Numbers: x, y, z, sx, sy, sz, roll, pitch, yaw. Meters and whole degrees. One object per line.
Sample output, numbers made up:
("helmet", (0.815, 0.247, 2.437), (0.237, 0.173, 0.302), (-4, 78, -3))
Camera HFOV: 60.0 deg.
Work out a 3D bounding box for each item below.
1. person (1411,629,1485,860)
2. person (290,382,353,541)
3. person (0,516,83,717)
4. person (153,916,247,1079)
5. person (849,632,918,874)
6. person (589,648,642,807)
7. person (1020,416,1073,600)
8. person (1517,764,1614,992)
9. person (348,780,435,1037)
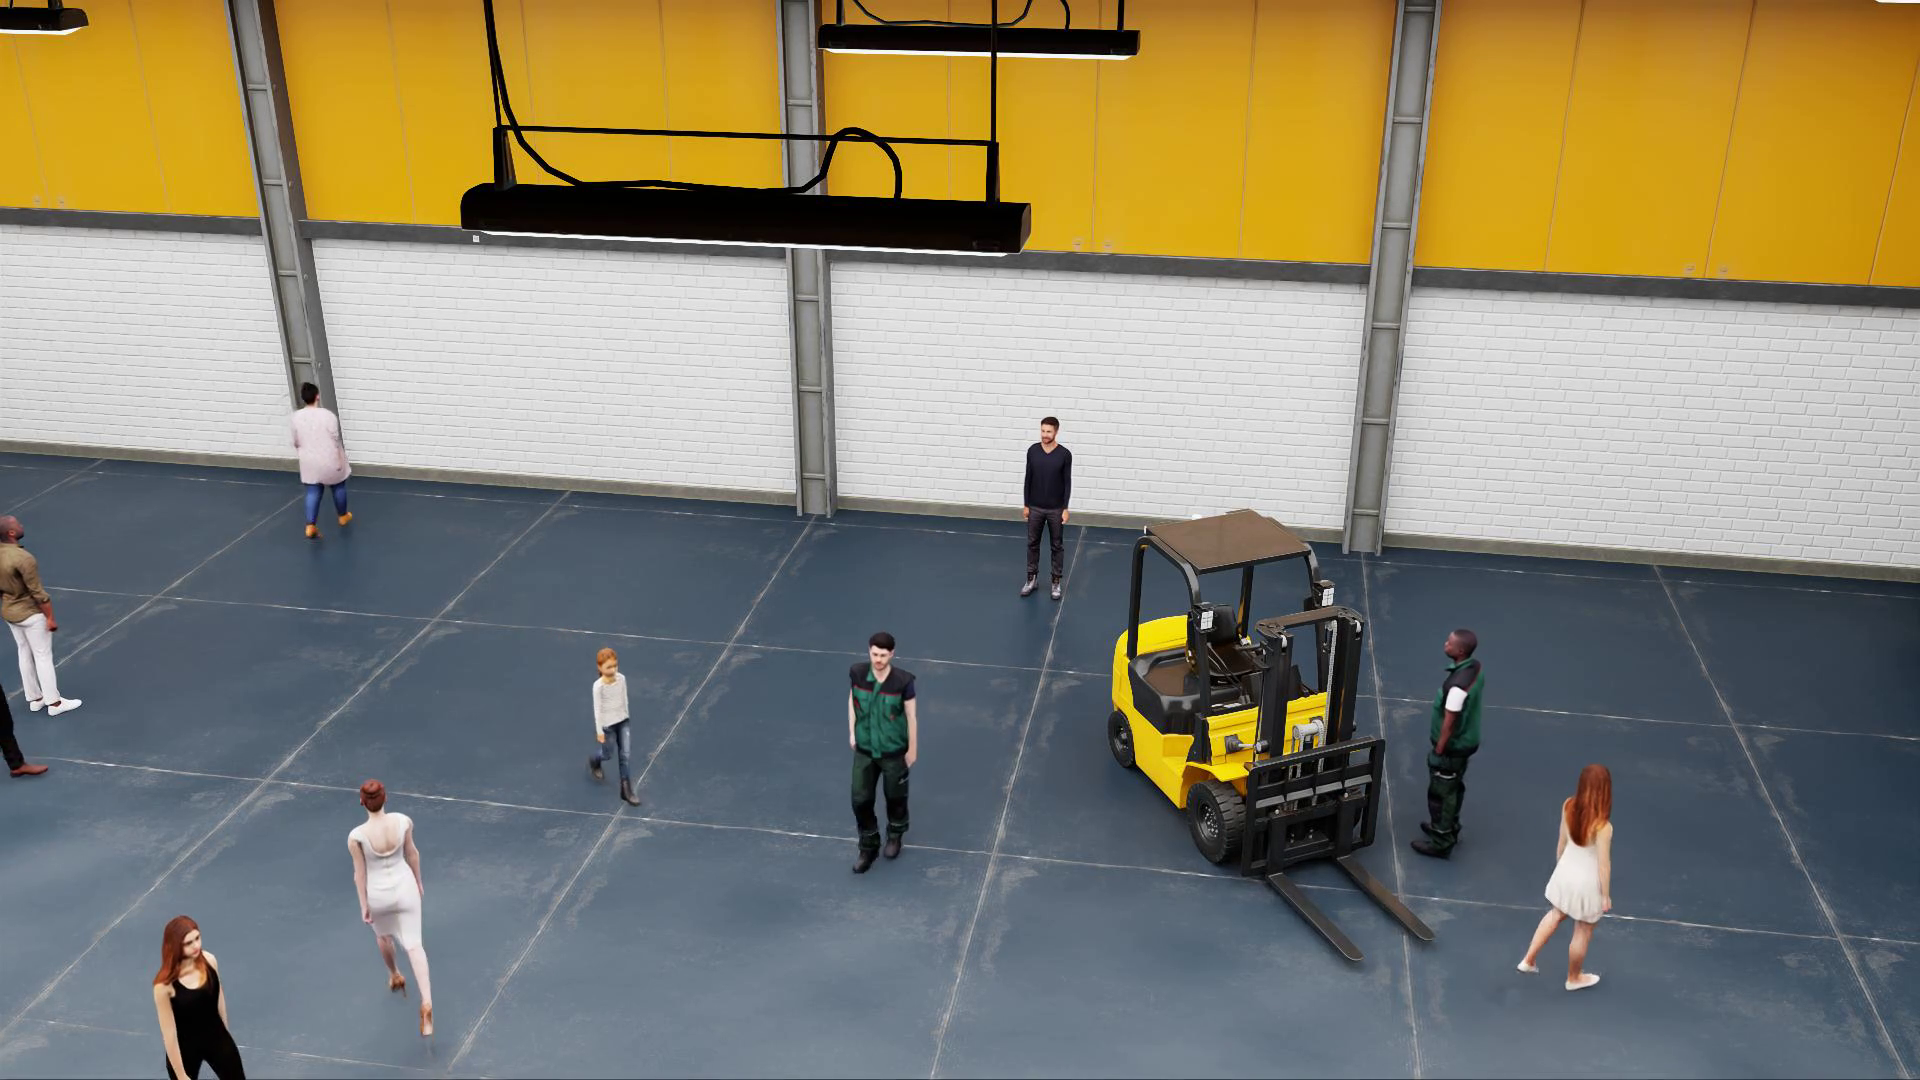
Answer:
("person", (3.665, 1.494, 12.318), (0.726, 1.836, 0.763), (12, 26, 26))
("person", (-6.877, -0.820, 17.771), (1.061, 1.710, 0.850), (0, 24, 1))
("person", (-8.015, 0.644, 14.279), (0.636, 1.825, 0.842), (11, 26, 24))
("person", (-4.352, 2.858, 9.389), (1.203, 1.684, 0.908), (15, 28, 31))
("person", (-0.547, 1.487, 12.278), (0.765, 1.883, 0.773), (5, 24, 12))
("person", (-2.771, 1.439, 13.116), (0.917, 1.298, 0.771), (21, 31, 39))
("person", (0.858, -0.341, 16.474), (0.499, 1.871, 0.695), (6, 24, 13))
("person", (3.983, 2.222, 10.817), (0.914, 1.706, 0.815), (-10, 25, -21))
("person", (-3.557, 2.335, 10.490), (1.070, 1.760, 1.095), (-13, 27, -27))
